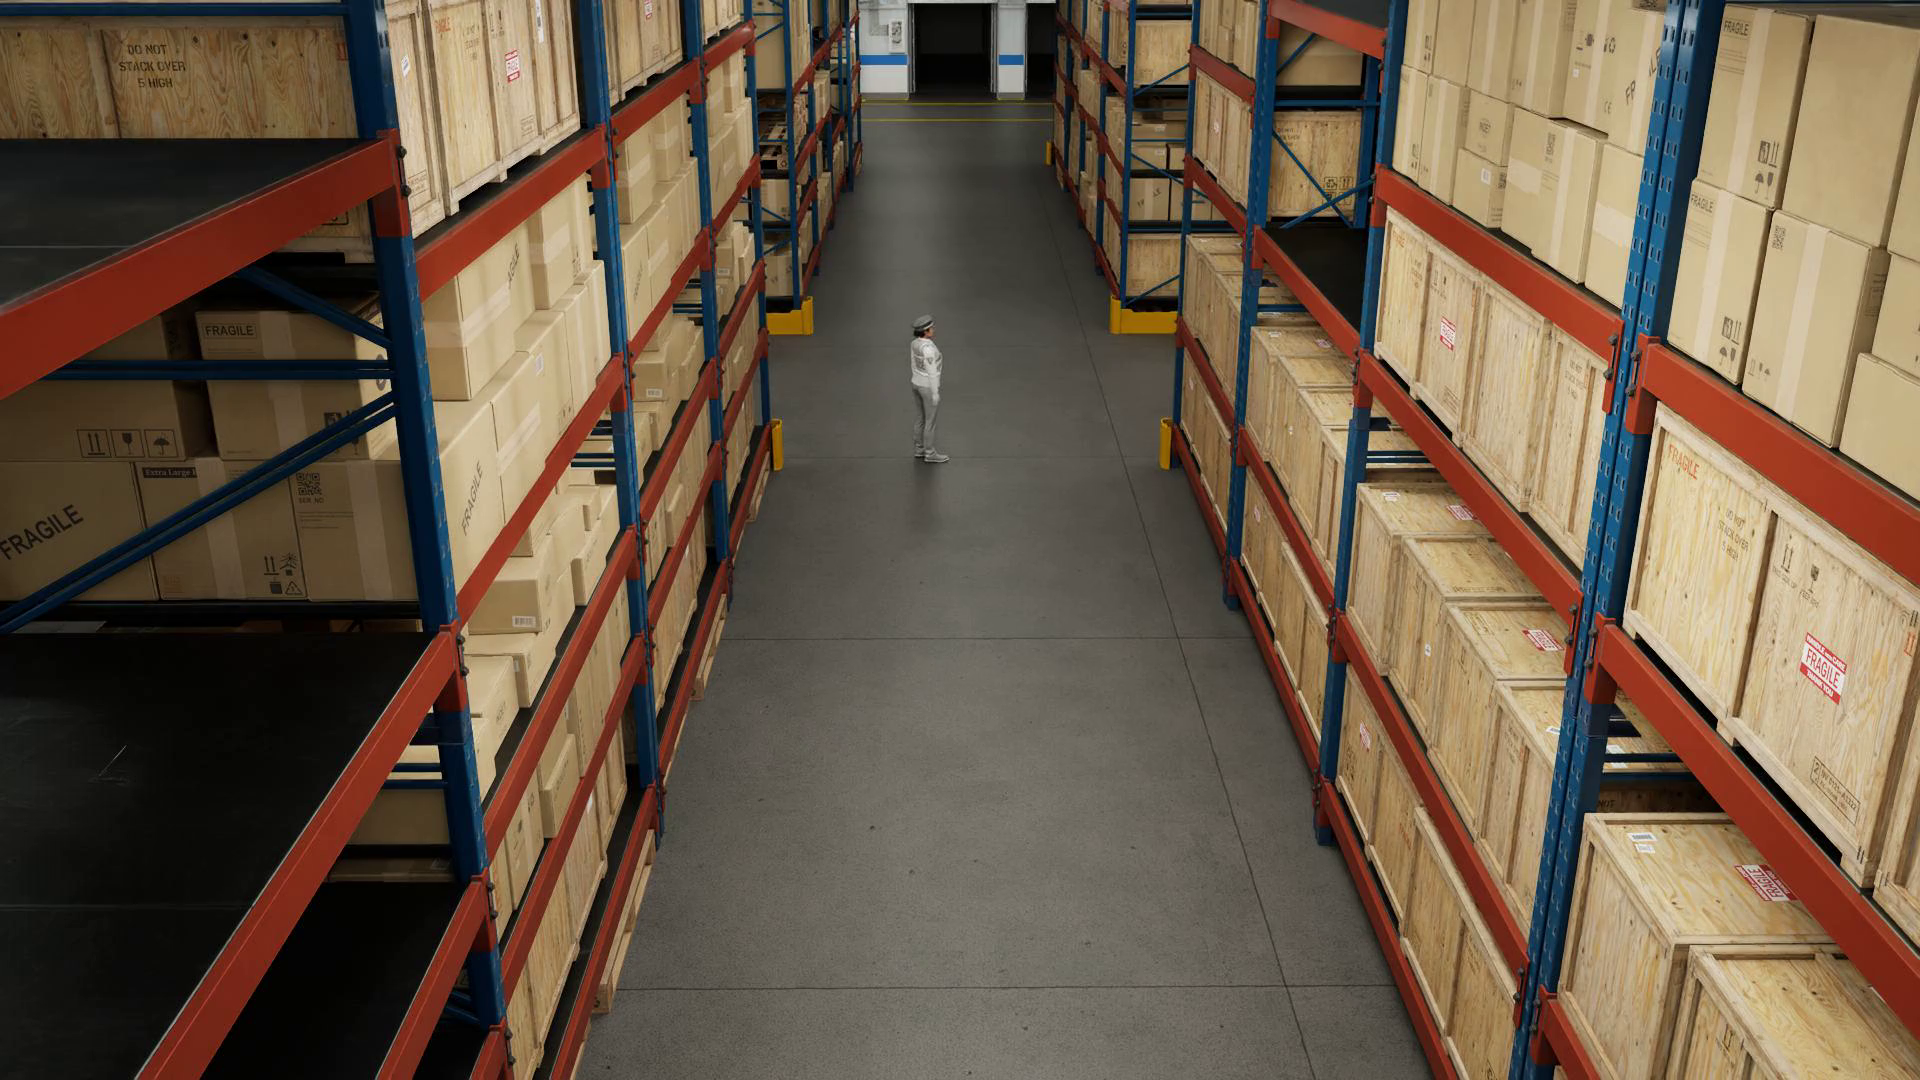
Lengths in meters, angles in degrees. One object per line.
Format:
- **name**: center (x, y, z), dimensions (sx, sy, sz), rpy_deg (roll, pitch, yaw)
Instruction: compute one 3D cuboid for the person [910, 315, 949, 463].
- **person**: center (-0.377, -1.741, 19.032), dimensions (0.355, 1.694, 0.461), rpy_deg (-11, 24, -27)
